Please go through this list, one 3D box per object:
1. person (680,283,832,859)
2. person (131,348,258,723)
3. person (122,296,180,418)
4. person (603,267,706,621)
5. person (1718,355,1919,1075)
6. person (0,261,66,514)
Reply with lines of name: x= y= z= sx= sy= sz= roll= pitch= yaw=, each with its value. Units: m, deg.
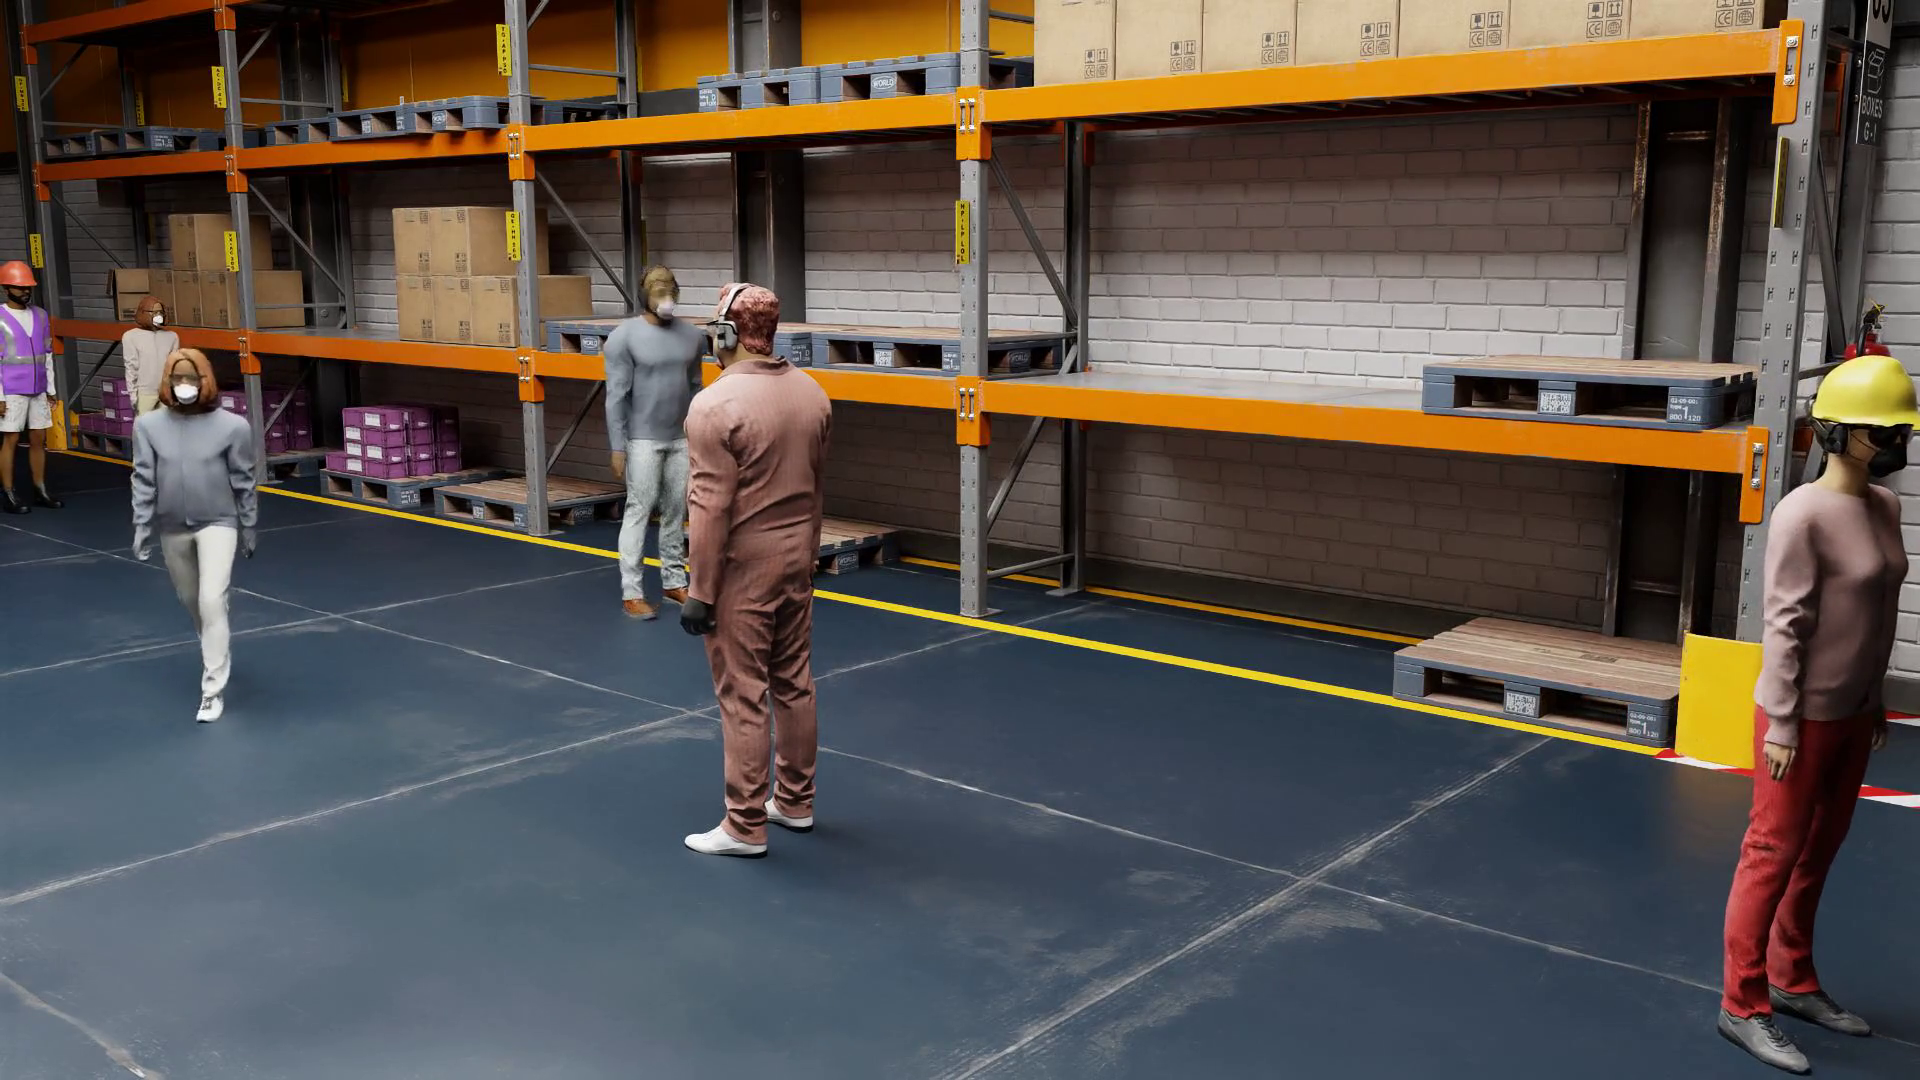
person: x=-0.706 y=0.104 z=5.571 sx=0.407 sy=1.908 sz=0.642 roll=6 pitch=12 yaw=30
person: x=-3.367 y=-0.062 z=7.388 sx=0.491 sy=1.600 sz=0.829 roll=-1 pitch=10 yaw=-7
person: x=-6.674 y=-1.201 z=13.803 sx=0.277 sy=1.629 sz=0.496 roll=7 pitch=12 yaw=34
person: x=-1.635 y=-0.527 z=9.186 sx=0.490 sy=1.923 sz=0.646 roll=10 pitch=14 yaw=44
person: x=2.169 y=0.427 z=4.136 sx=0.533 sy=1.767 sz=0.326 roll=-7 pitch=12 yaw=-36
person: x=-7.155 y=-1.162 z=12.735 sx=0.408 sy=1.930 sz=0.547 roll=4 pitch=11 yaw=22
